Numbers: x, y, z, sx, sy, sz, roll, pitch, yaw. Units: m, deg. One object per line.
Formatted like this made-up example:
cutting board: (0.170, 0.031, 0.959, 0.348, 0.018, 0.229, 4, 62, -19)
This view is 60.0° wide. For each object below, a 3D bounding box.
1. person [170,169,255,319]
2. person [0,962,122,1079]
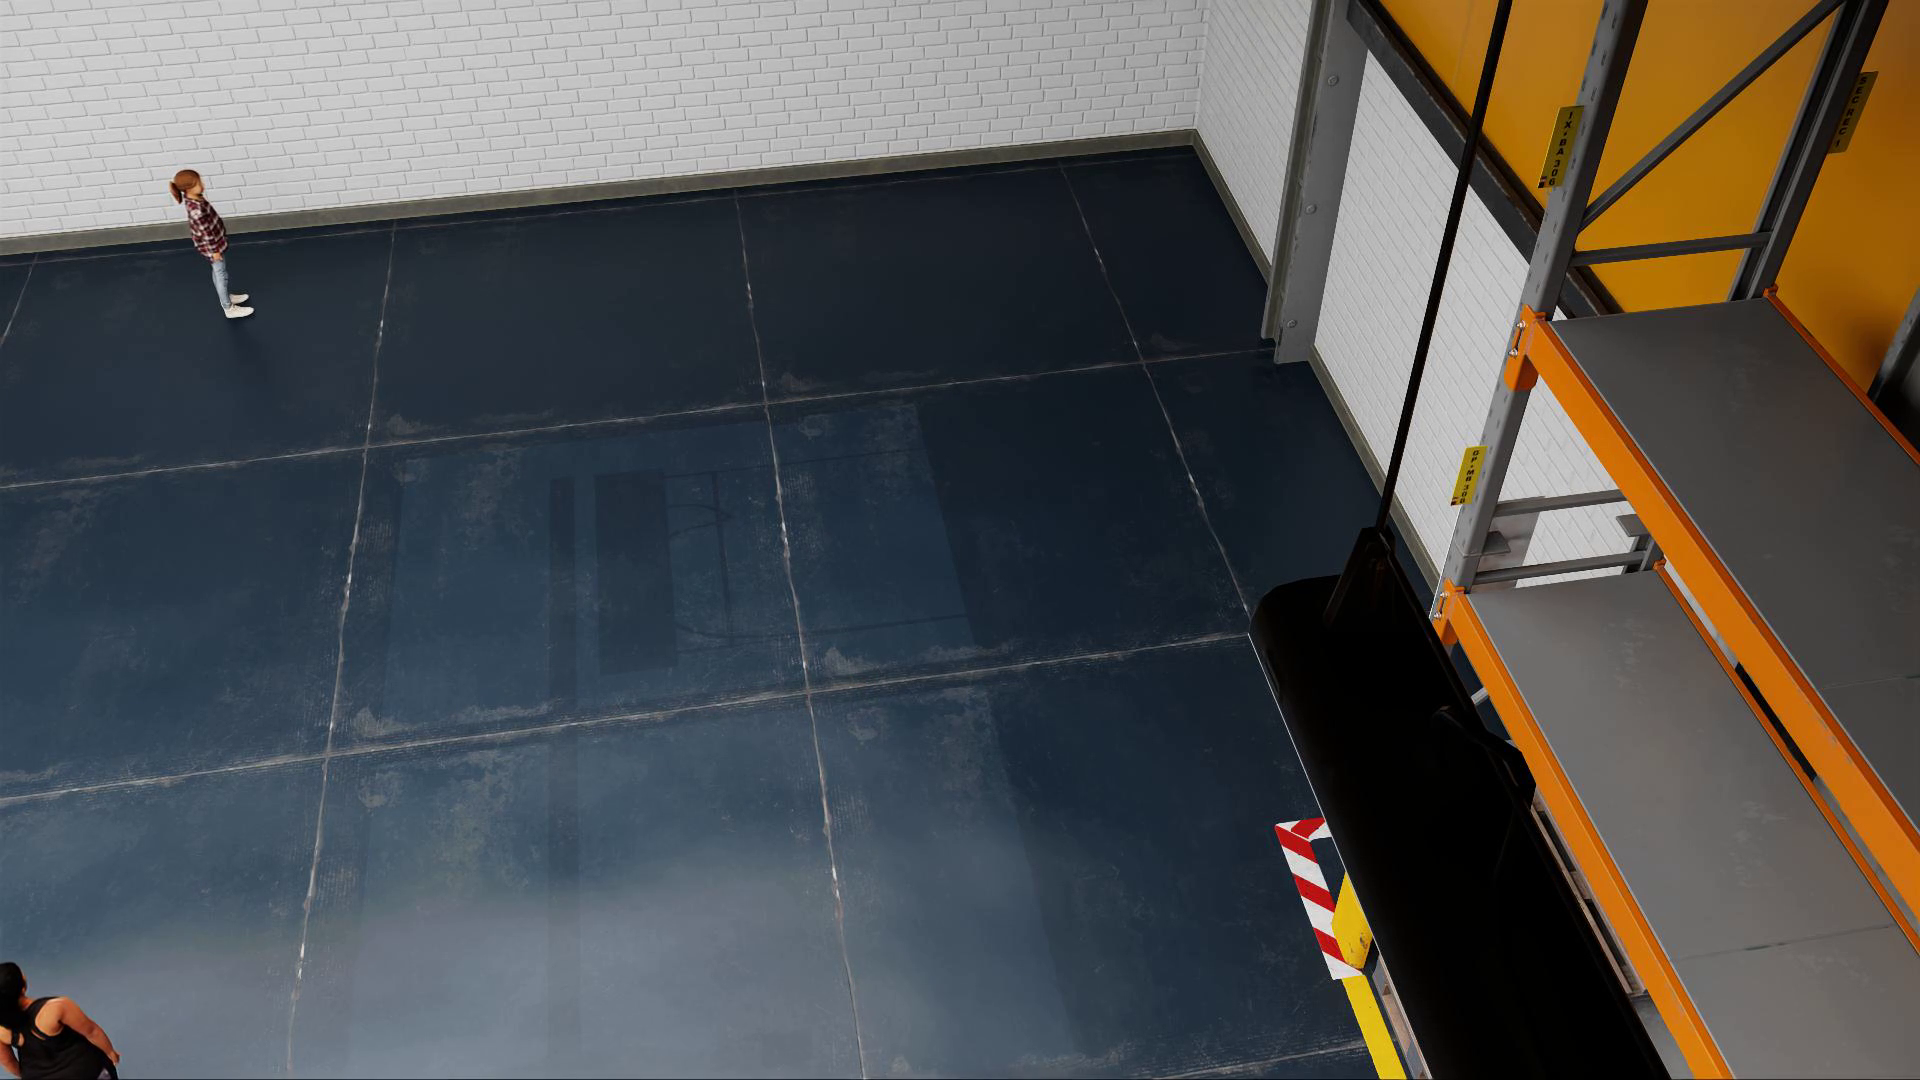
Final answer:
person: (-6.000, -2.385, 13.293, 0.647, 1.305, 0.523, -19, 47, -19)
person: (-4.260, 2.504, 7.902, 0.607, 1.663, 0.540, -12, 45, -13)
